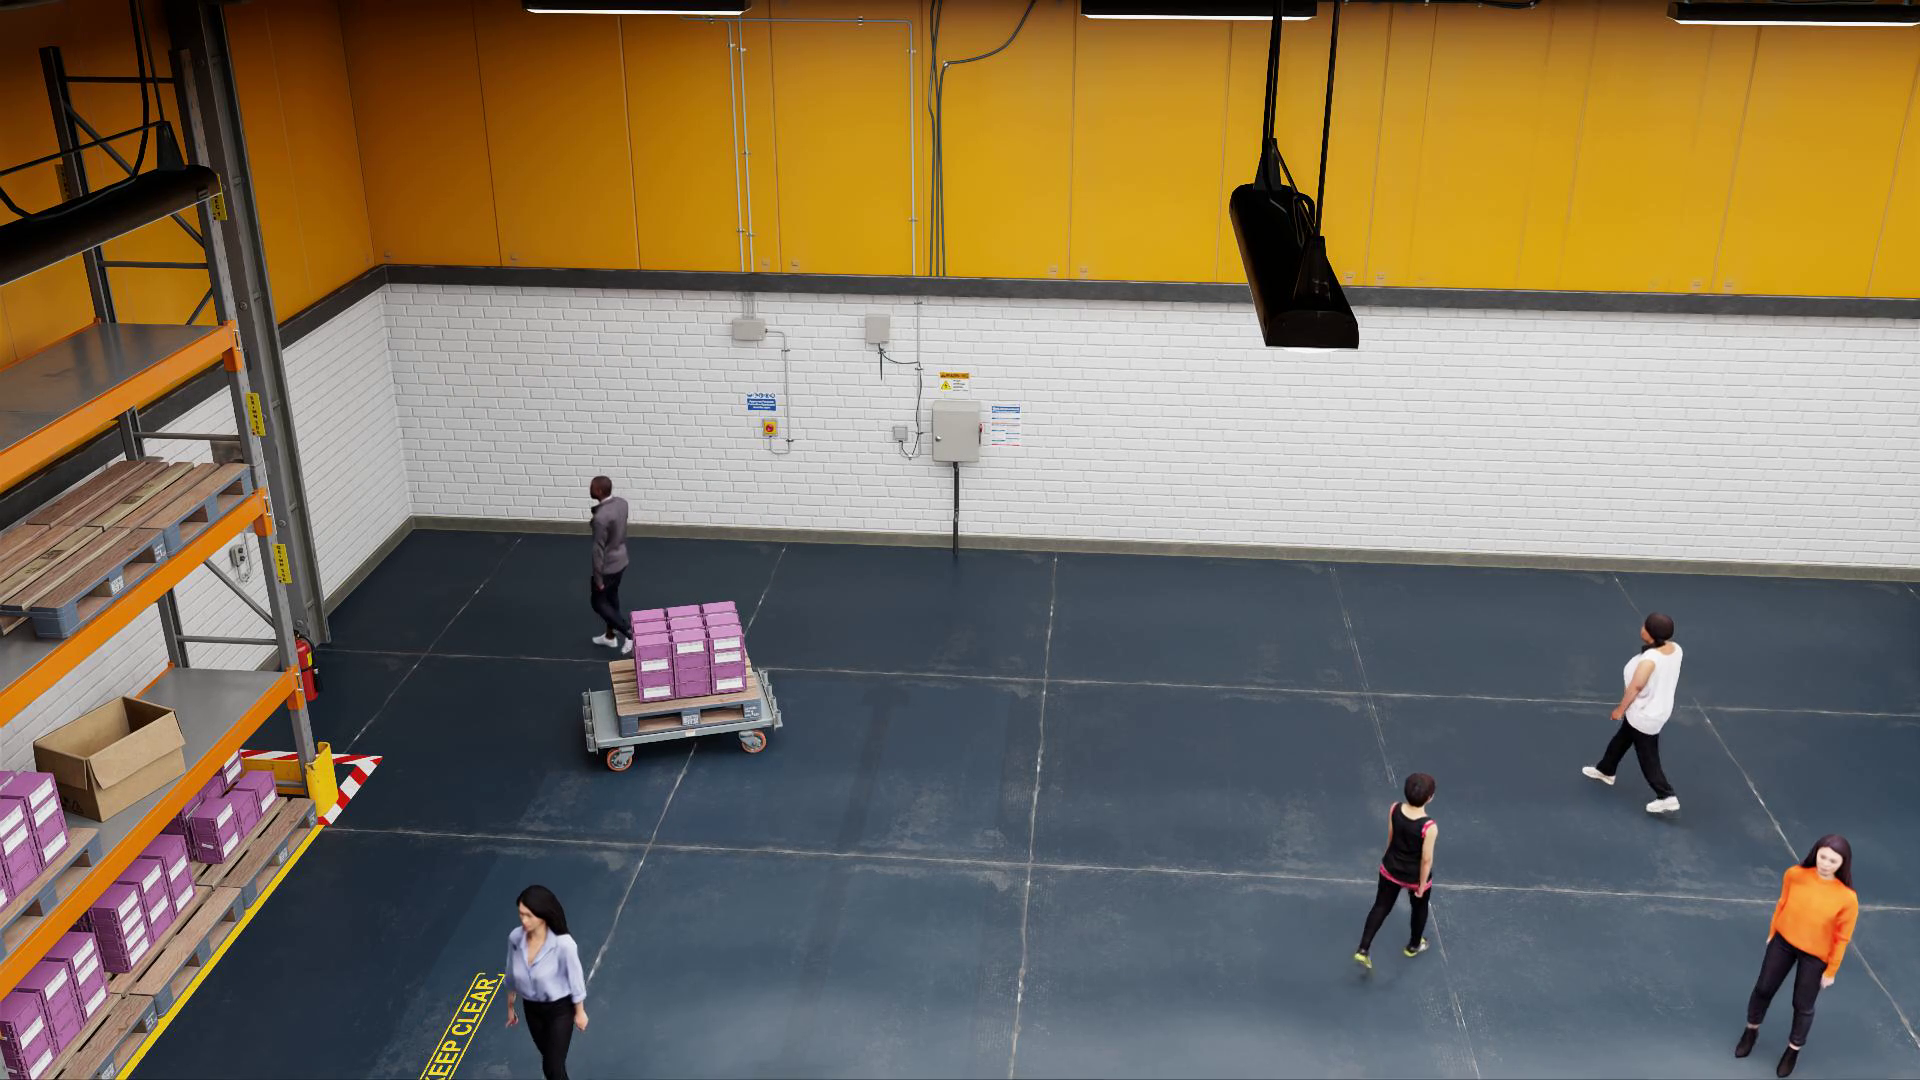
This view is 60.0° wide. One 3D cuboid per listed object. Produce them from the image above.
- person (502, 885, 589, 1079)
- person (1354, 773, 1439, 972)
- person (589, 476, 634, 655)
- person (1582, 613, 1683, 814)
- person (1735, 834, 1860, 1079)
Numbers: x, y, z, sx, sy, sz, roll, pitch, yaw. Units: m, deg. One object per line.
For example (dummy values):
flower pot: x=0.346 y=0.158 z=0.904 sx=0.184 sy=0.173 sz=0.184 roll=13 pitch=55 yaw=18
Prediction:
person: x=-2.432 y=2.795 z=10.042 sx=0.763 sy=1.734 sz=0.779 roll=9 pitch=25 yaw=19
person: x=3.016 y=2.299 z=11.439 sx=0.932 sy=1.525 sz=1.036 roll=21 pitch=31 yaw=40
person: x=-3.274 y=0.251 z=15.772 sx=0.919 sy=1.807 sz=0.910 roll=8 pitch=25 yaw=18
person: x=5.548 y=1.400 z=13.334 sx=1.134 sy=1.653 sz=1.154 roll=-21 pitch=32 yaw=-40
person: x=5.359 y=2.583 z=10.516 sx=0.794 sy=1.743 sz=0.730 roll=-17 pitch=29 yaw=-34
